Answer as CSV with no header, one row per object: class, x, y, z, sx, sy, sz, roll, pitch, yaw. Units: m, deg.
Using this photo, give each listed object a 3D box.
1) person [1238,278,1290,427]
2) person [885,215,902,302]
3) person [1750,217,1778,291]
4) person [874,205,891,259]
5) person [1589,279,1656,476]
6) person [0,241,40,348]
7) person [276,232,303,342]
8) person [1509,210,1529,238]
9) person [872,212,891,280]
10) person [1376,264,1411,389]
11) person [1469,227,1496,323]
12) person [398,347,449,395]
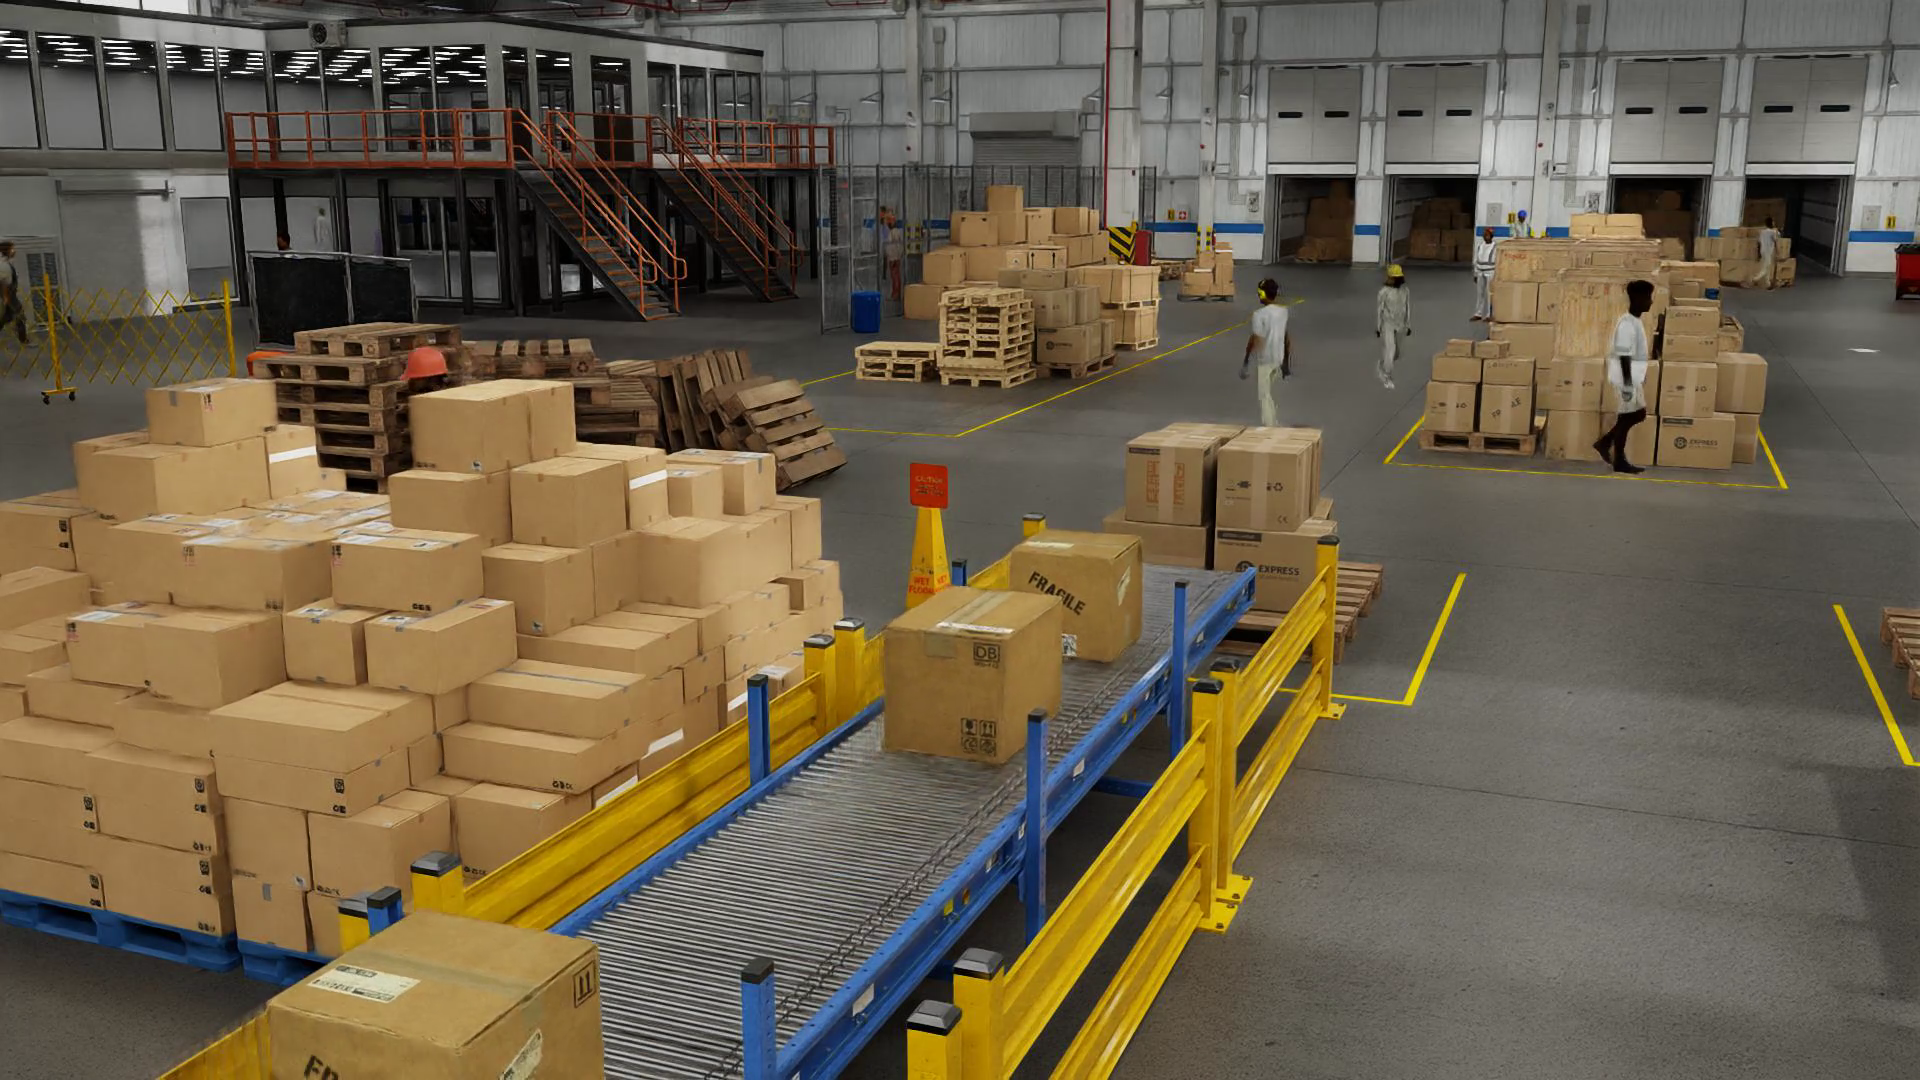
person,3.324,-1.910,18.095,0.508,1.846,0.447,-10,16,-37
person,-1.530,-6.461,38.191,0.390,1.986,0.609,-3,13,-12
person,20.138,-7.144,41.583,0.664,1.835,0.580,-4,13,-16
person,-2.630,-10.483,56.657,0.663,1.827,0.562,-4,13,-16
person,6.616,-1.608,16.488,0.454,1.953,0.639,6,14,27
person,-16.195,-4.135,28.167,0.808,1.821,0.508,-7,14,-28
person,-11.826,-4.454,29.341,0.597,1.917,0.379,12,17,43
person,15.017,-7.888,44.682,0.615,1.943,0.409,-4,13,-19
person,-2.153,-8.111,45.846,0.552,1.888,1.011,-1,13,-3
person,6.031,-3.001,23.258,0.489,1.718,0.587,-3,13,-15
person,10.463,-5.265,33.059,0.358,1.883,0.572,-8,15,-33
person,-3.362,-0.250,10.480,0.677,1.915,0.581,-6,14,-25
